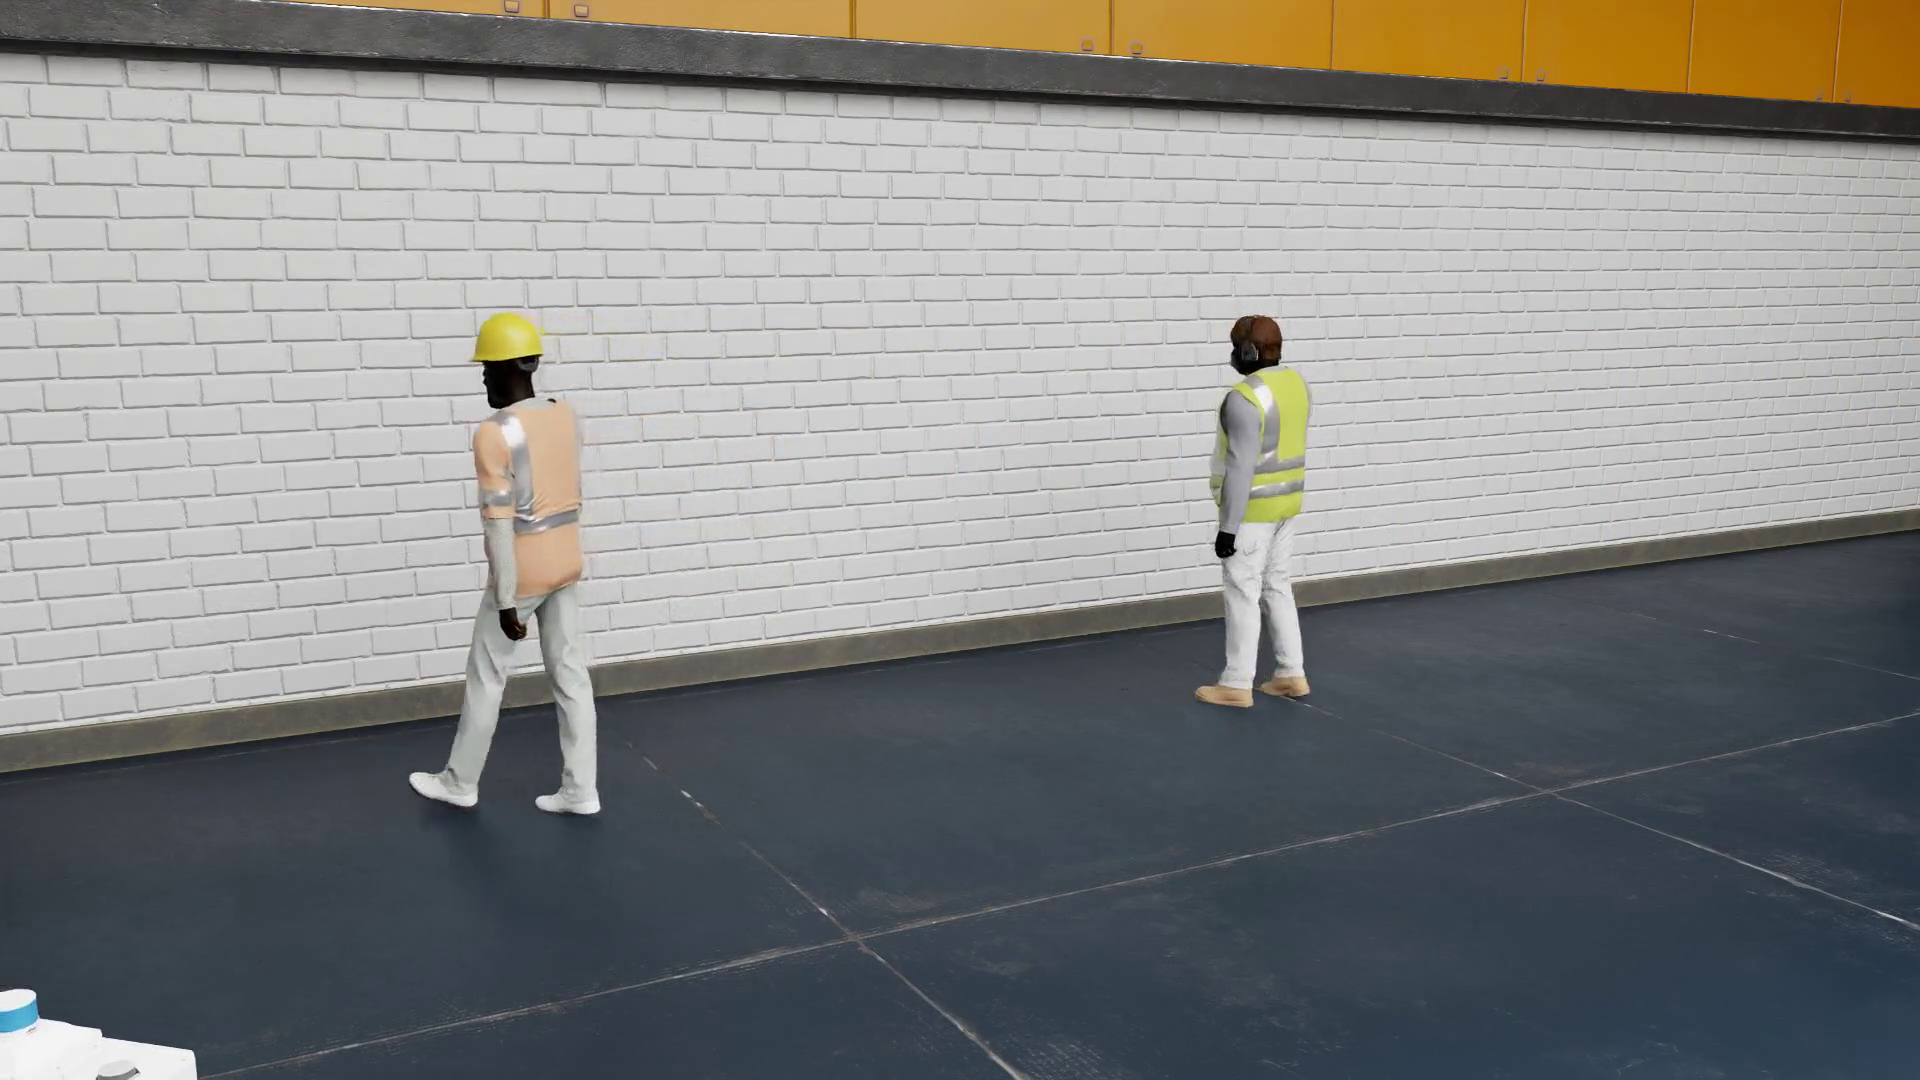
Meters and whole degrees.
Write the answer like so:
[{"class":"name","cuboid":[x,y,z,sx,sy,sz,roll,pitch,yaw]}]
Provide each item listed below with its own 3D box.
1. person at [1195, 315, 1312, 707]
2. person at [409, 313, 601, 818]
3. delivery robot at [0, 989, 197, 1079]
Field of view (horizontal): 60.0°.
[{"class":"person","cuboid":[1.394,-0.117,7.778,0.490,1.854,0.638,8,13,38]},{"class":"person","cuboid":[-1.716,0.107,6.258,0.822,1.897,0.599,5,11,27]},{"class":"delivery robot","cuboid":[-2.000,1.201,3.535,0.707,0.478,0.477,3,10,15]}]
